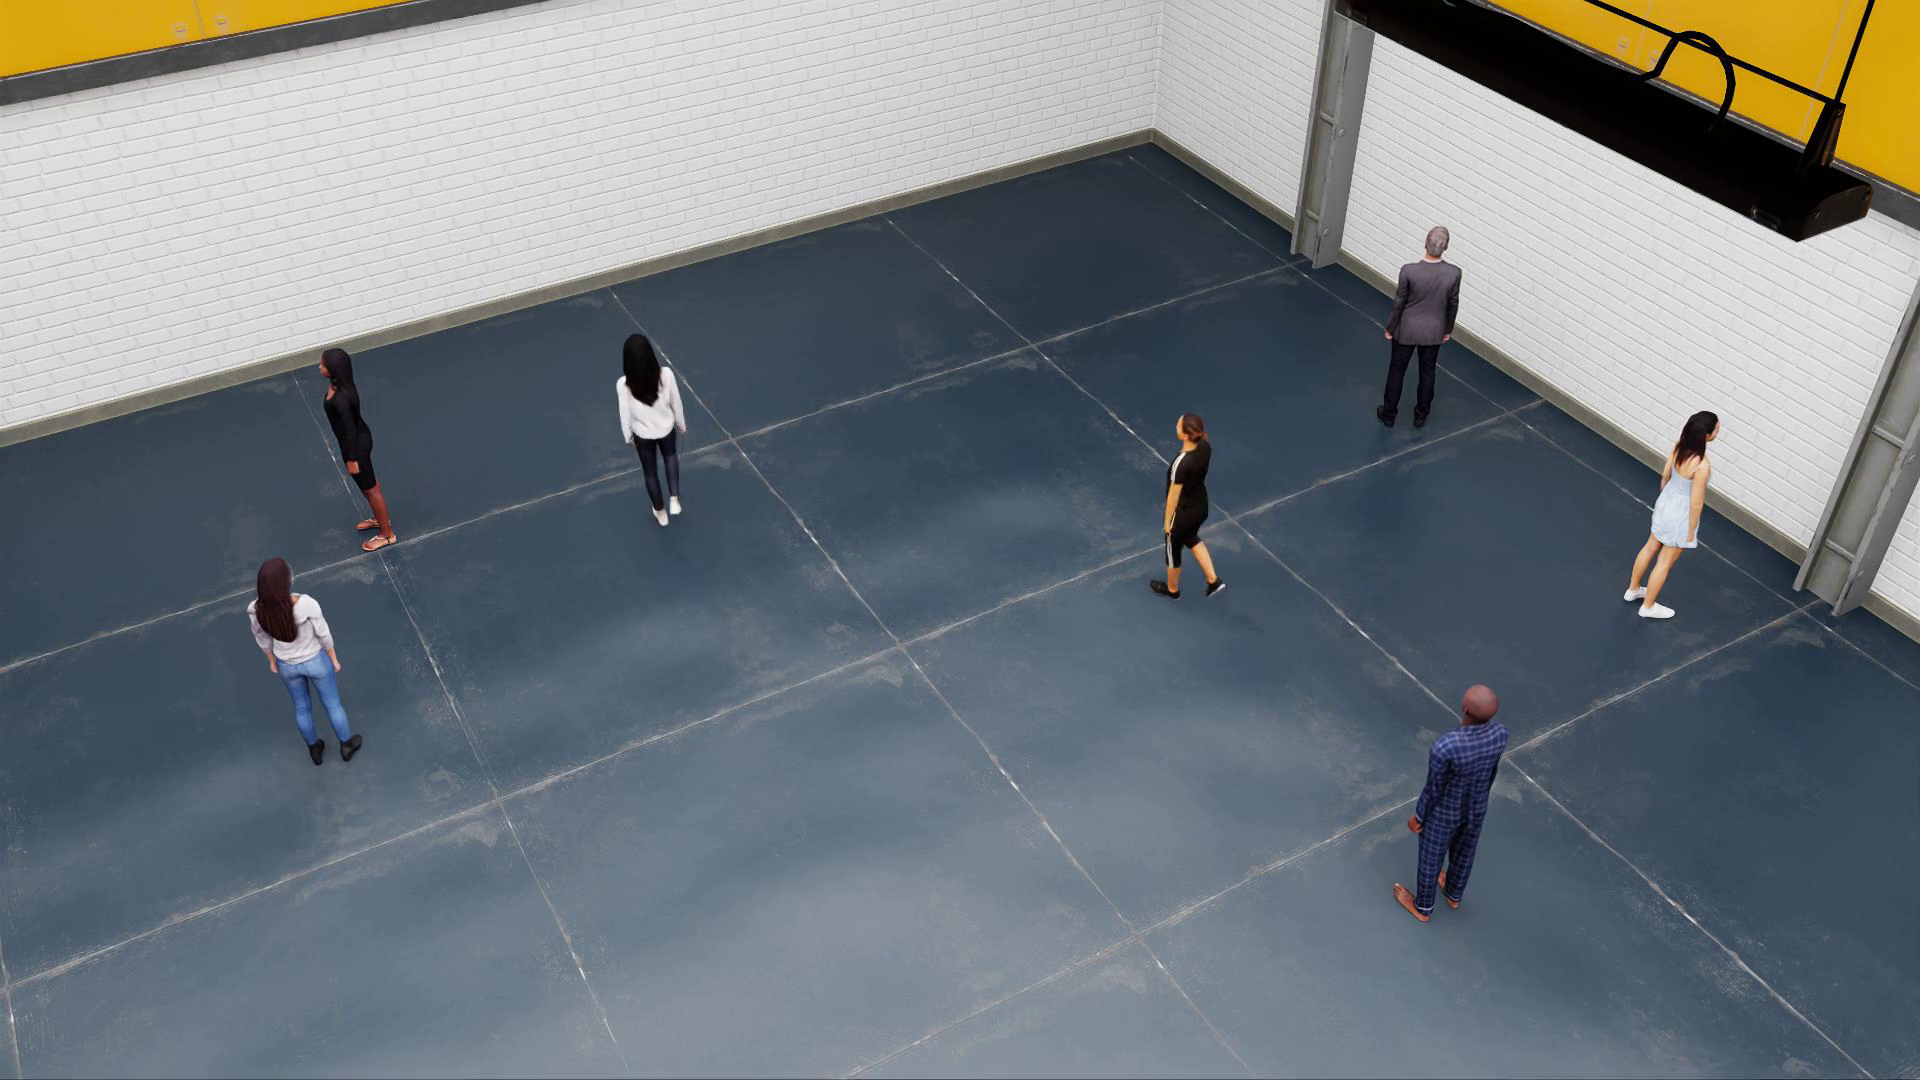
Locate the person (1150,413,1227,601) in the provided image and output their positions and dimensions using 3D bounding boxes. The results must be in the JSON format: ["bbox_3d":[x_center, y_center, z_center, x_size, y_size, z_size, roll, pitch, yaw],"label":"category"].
[{"bbox_3d":[1.696,-0.188,11.947,0.898,1.655,0.740,30,47,32],"label":"person"}]

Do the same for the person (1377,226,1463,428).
[{"bbox_3d":[3.801,-1.761,13.768,0.816,1.840,0.804,1,39,1],"label":"person"}]

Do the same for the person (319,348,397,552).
[{"bbox_3d":[-4.562,-0.703,12.539,0.696,1.721,0.486,-15,41,-17],"label":"person"}]

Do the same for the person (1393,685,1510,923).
[{"bbox_3d":[2.888,1.529,9.666,0.695,1.818,0.658,-13,40,-15],"label":"person"}]

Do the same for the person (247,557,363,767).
[{"bbox_3d":[-4.238,0.796,10.735,0.675,1.630,0.657,-4,39,-5],"label":"person"}]

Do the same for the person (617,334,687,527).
[{"bbox_3d":[-2.316,-0.787,12.668,0.666,1.691,0.638,-15,41,-18],"label":"person"}]

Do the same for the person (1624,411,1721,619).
[{"bbox_3d":[5.113,-0.196,11.897,0.713,1.730,0.573,-7,39,-9],"label":"person"}]
